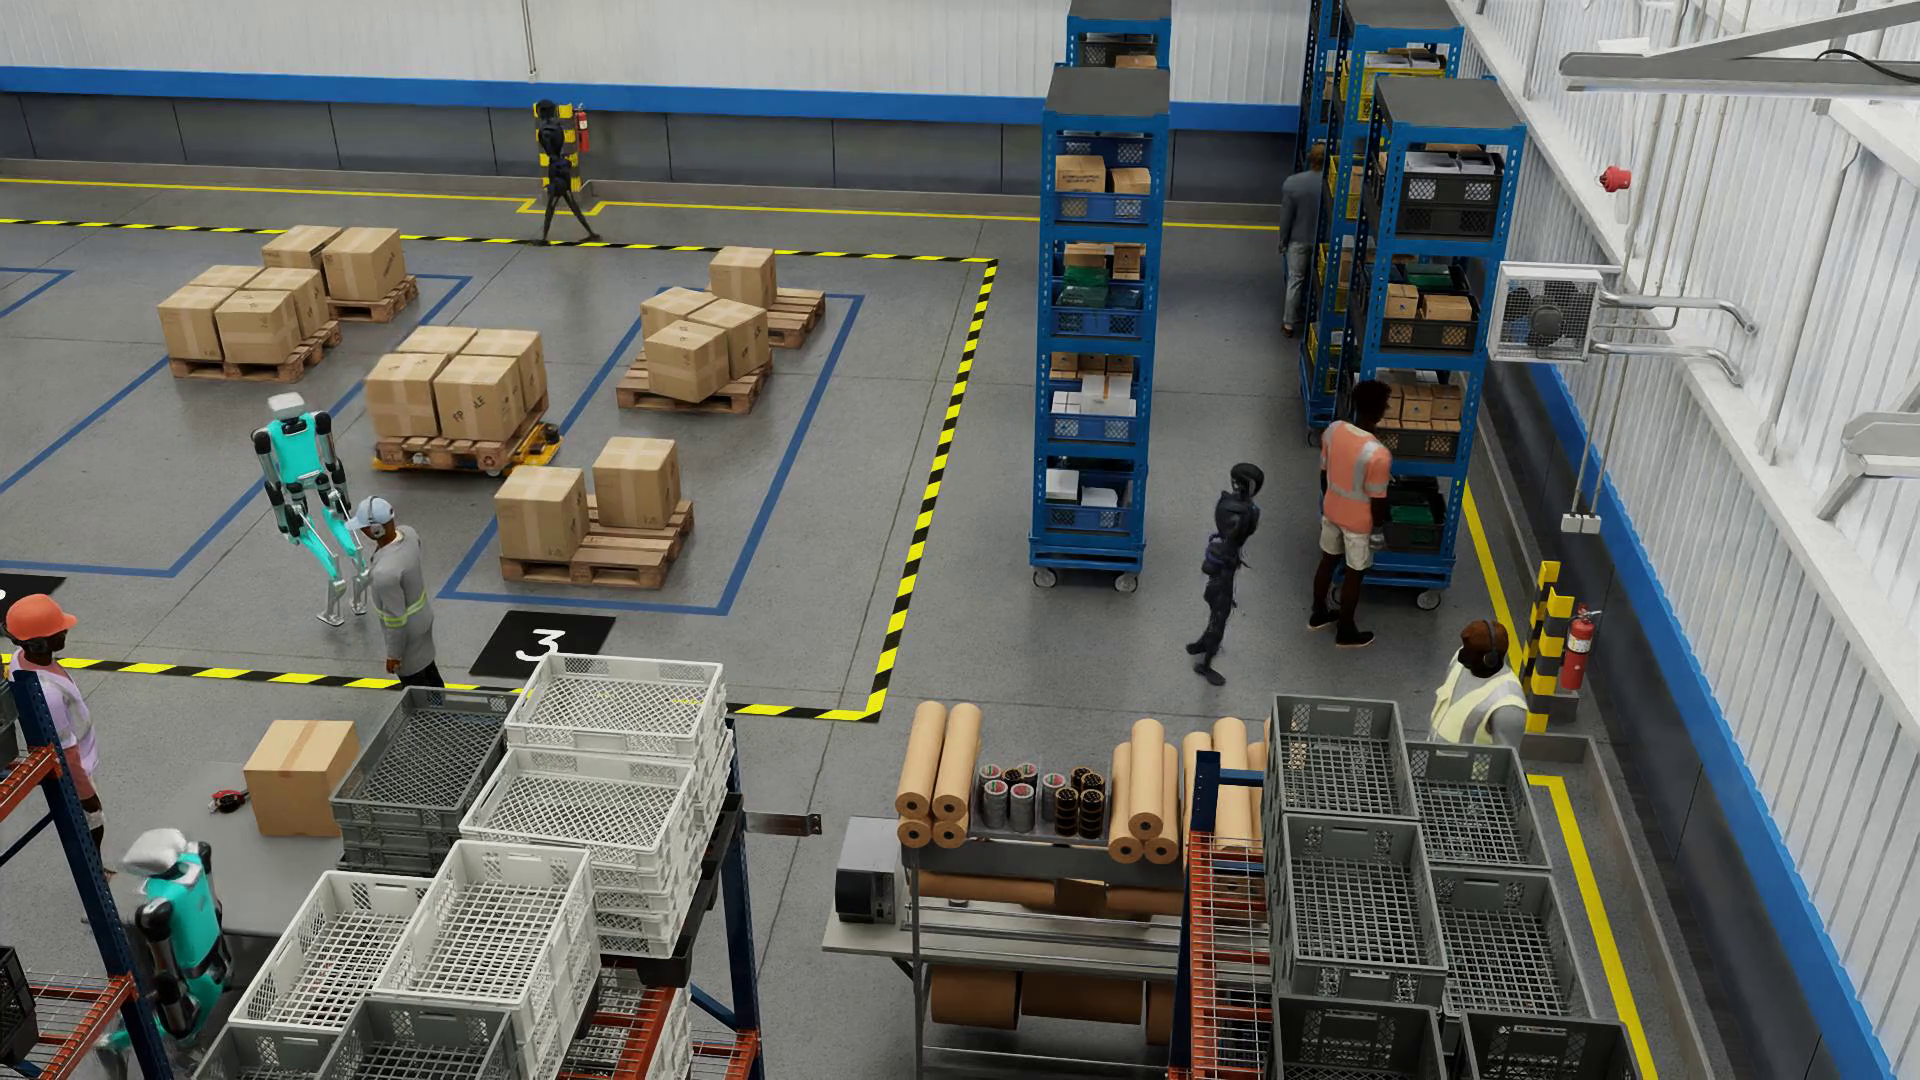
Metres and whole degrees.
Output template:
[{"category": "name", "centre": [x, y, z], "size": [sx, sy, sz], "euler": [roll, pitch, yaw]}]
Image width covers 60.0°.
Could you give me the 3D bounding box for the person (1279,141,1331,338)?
[{"category": "person", "centre": [3.356, -2.862, 15.931], "size": [0.628, 1.939, 0.373], "euler": [4, 30, 7]}]

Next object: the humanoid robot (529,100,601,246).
[{"category": "humanoid robot", "centre": [-4.416, -4.019, 18.223], "size": [0.785, 1.621, 0.613], "euler": [-2, 30, -3]}]

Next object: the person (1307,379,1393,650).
[{"category": "person", "centre": [2.669, -0.176, 11.301], "size": [0.366, 1.959, 0.617], "euler": [-16, 34, -26]}]

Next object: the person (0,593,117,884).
[{"category": "person", "centre": [-4.733, 1.175, 8.908], "size": [0.407, 2.035, 0.607], "euler": [-20, 36, -30]}]

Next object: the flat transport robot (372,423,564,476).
[{"category": "flat transport robot", "centre": [-4.141, -0.797, 14.015], "size": [1.431, 0.197, 0.652], "euler": [3, 30, 6]}]

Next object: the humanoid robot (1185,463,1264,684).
[{"category": "humanoid robot", "centre": [1.725, 0.188, 10.951], "size": [0.423, 1.636, 0.619], "euler": [7, 31, 12]}]

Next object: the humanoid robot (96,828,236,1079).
[{"category": "humanoid robot", "centre": [-3.770, 2.077, 7.686], "size": [1.016, 1.778, 0.532], "euler": [1, 30, 2]}]

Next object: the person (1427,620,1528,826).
[{"category": "person", "centre": [2.733, 1.221, 9.012], "size": [0.429, 1.842, 0.627], "euler": [-6, 31, -10]}]

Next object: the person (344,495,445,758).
[{"category": "person", "centre": [-3.420, 0.544, 10.169], "size": [0.391, 1.848, 0.586], "euler": [-2, 30, -3]}]

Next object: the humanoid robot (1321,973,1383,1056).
[{"category": "humanoid robot", "centre": [1.625, 2.400, 7.184], "size": [0.600, 1.650, 0.598], "euler": [-8, 31, -14]}]

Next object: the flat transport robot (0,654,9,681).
[{"category": "flat transport robot", "centre": [-7.142, 0.969, 11.010], "size": [1.431, 0.231, 0.659], "euler": [3, 30, 6]}]

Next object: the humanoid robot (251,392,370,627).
[{"category": "humanoid robot", "centre": [-4.332, -0.150, 11.337], "size": [0.533, 1.677, 0.735], "euler": [-25, 38, -36]}]

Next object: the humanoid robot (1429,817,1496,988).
[{"category": "humanoid robot", "centre": [2.386, 1.909, 7.974], "size": [0.544, 1.750, 1.034], "euler": [22, 37, 33]}]
